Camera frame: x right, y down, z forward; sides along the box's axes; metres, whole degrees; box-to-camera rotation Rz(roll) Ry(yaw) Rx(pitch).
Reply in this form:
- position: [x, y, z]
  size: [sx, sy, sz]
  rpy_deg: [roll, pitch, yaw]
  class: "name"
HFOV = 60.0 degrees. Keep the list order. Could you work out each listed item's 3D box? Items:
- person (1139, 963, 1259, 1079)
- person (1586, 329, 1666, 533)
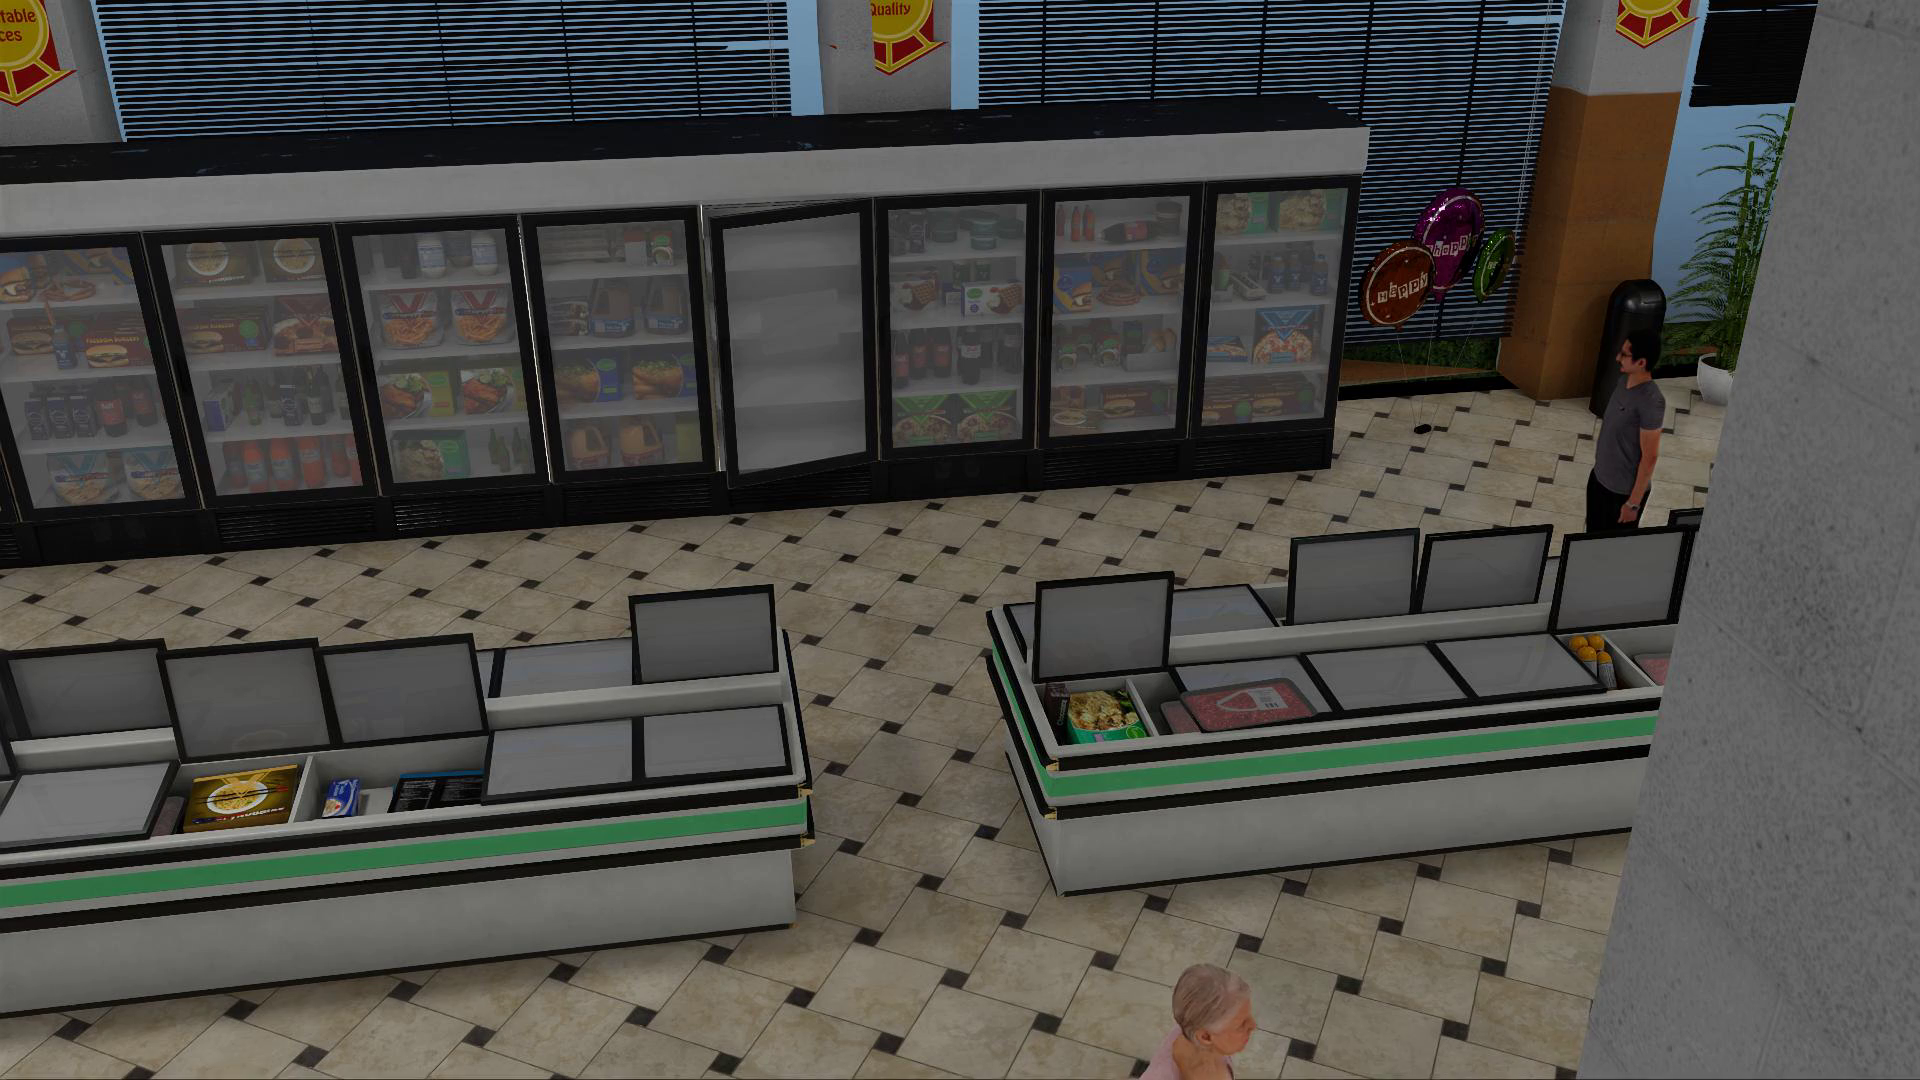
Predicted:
- position: [0.525, 1.871, 4.720]
  size: [0.826, 1.675, 0.777]
  rpy_deg: [10, 29, 19]
  class: "person"
- position: [3.544, -0.302, 8.917]
  size: [0.561, 1.754, 0.645]
  rpy_deg: [-1, 27, -3]
  class: "person"
